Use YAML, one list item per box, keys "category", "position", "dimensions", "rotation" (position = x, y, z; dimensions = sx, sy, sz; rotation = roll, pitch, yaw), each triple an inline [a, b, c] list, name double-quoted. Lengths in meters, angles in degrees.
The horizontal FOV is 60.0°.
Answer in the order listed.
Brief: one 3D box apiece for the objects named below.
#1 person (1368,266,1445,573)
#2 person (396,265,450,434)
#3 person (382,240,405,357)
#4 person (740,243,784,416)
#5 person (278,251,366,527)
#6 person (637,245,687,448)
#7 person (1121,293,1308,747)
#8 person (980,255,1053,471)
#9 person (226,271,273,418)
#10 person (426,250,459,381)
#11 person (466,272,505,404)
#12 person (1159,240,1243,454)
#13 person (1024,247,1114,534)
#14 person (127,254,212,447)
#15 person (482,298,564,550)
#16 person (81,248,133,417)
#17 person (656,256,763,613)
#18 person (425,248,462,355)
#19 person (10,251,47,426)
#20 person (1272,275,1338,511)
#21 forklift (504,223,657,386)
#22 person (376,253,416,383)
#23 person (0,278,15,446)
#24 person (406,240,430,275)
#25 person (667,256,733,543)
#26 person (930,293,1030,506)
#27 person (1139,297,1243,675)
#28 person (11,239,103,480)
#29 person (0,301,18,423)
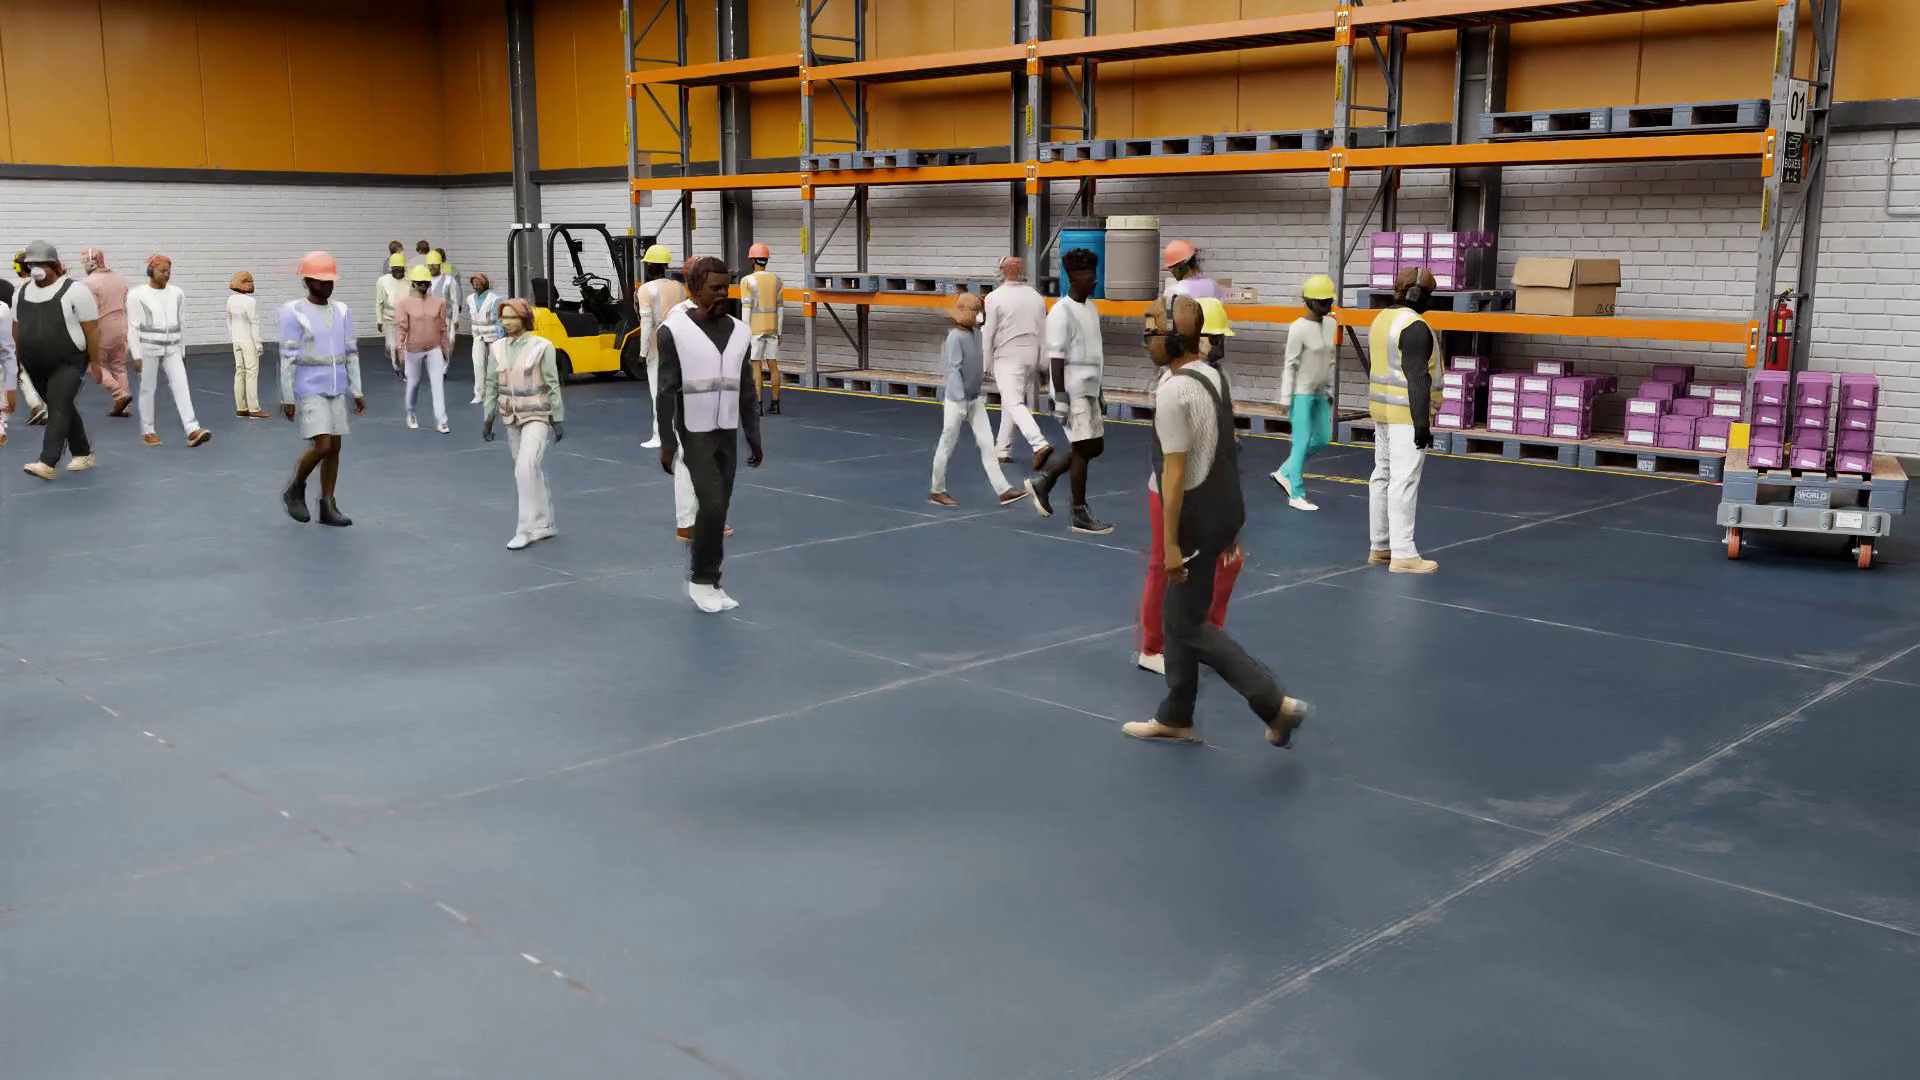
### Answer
- category: "person"
  position: [2.696, -0.726, 10.066]
  dimensions: [0.429, 1.838, 0.621]
  rotation: [-2, 11, -9]
- category: "person"
  position: [-5.578, -1.985, 17.233]
  dimensions: [0.541, 1.725, 0.902]
  rotation: [-7, 12, -33]
- category: "person"
  position: [-9.420, -4.021, 27.790]
  dimensions: [0.393, 1.934, 0.737]
  rotation: [0, 10, -2]
- category: "person"
  position: [-2.239, -2.359, 18.688]
  dimensions: [0.552, 1.937, 0.356]
  rotation: [-9, 14, -40]
- category: "person"
  position: [-4.421, -1.035, 11.537]
  dimensions: [0.459, 1.915, 0.542]
  rotation: [6, 12, 30]
- category: "person"
  position: [-2.844, -1.835, 15.850]
  dimensions: [0.352, 1.929, 0.594]
  rotation: [7, 12, 33]
- category: "person"
  position: [0.996, -0.039, 6.396]
  dimensions: [0.726, 1.813, 0.561]
  rotation: [6, 12, 28]
- category: "person"
  position: [0.511, -1.546, 14.493]
  dimensions: [0.657, 1.862, 0.976]
  rotation: [-8, 13, -38]
- category: "person"
  position: [-7.910, -2.163, 18.448]
  dimensions: [0.507, 1.633, 0.276]
  rotation: [7, 13, 34]
- category: "person"
  position: [-7.288, -3.127, 23.208]
  dimensions: [0.612, 1.809, 0.542]
  rotation: [-1, 10, -4]
- category: "person"
  position: [-5.699, -2.473, 20.296]
  dimensions: [0.523, 1.589, 0.836]
  rotation: [3, 11, 17]
- category: "person"
  position: [2.010, -1.526, 14.028]
  dimensions: [0.652, 1.993, 0.787]
  rotation: [-8, 13, -35]
- category: "person"
  position: [0.762, -1.023, 11.376]
  dimensions: [0.639, 1.946, 0.634]
  rotation: [5, 11, 25]
- category: "person"
  position: [-7.565, -1.780, 15.815]
  dimensions: [0.997, 1.825, 0.614]
  rotation: [8, 13, 36]
- category: "person"
  position: [-2.881, -0.751, 10.789]
  dimensions: [0.539, 1.608, 0.684]
  rotation: [5, 12, 25]
- category: "person"
  position: [-9.421, -2.274, 18.382]
  dimensions: [0.463, 1.882, 0.694]
  rotation: [3, 11, 16]
- category: "person"
  position: [-1.305, -0.553, 8.918]
  dimensions: [0.538, 1.904, 0.619]
  rotation: [9, 14, 40]
- category: "person"
  position: [-8.581, -3.928, 27.567]
  dimensions: [0.636, 1.819, 0.704]
  rotation: [-3, 11, -18]
- category: "person"
  position: [-9.798, -2.119, 17.611]
  dimensions: [0.382, 1.855, 0.526]
  rotation: [8, 13, 38]
- category: "person"
  position: [2.540, -1.086, 12.279]
  dimensions: [0.547, 1.736, 0.575]
  rotation: [-9, 14, -41]
- category: "forklift"
  position: [-5.316, -3.263, 22.920]
  dimensions: [2.313, 2.155, 1.214]
  rotation: [-10, 14, -44]
- category: "person"
  position: [-7.770, -3.085, 23.084]
  dimensions: [0.623, 1.793, 0.898]
  rotation: [-3, 11, -15]
- category: "person"
  position: [-9.439, -1.908, 16.123]
  dimensions: [0.631, 1.973, 0.571]
  rotation: [-3, 11, -15]
- category: "person"
  position: [-9.567, -4.394, 29.783]
  dimensions: [0.632, 1.940, 0.372]
  rotation: [-6, 12, -31]
- category: "person"
  position: [-1.726, -0.927, 11.023]
  dimensions: [0.337, 1.882, 0.584]
  rotation: [3, 11, 17]
- category: "person"
  position: [0.113, -1.022, 12.319]
  dimensions: [0.829, 1.588, 0.530]
  rotation: [6, 12, 30]
- category: "person"
  position: [1.079, -0.215, 7.532]
  dimensions: [0.618, 1.745, 0.535]
  rotation: [8, 13, 38]
- category: "person"
  position: [-7.642, -1.542, 13.953]
  dimensions: [0.698, 2.000, 1.045]
  rotation: [1, 10, 8]
- category: "person"
  position: [-7.001, -1.086, 11.781]
  dimensions: [0.622, 1.921, 0.450]
  rotation: [-10, 14, -42]
